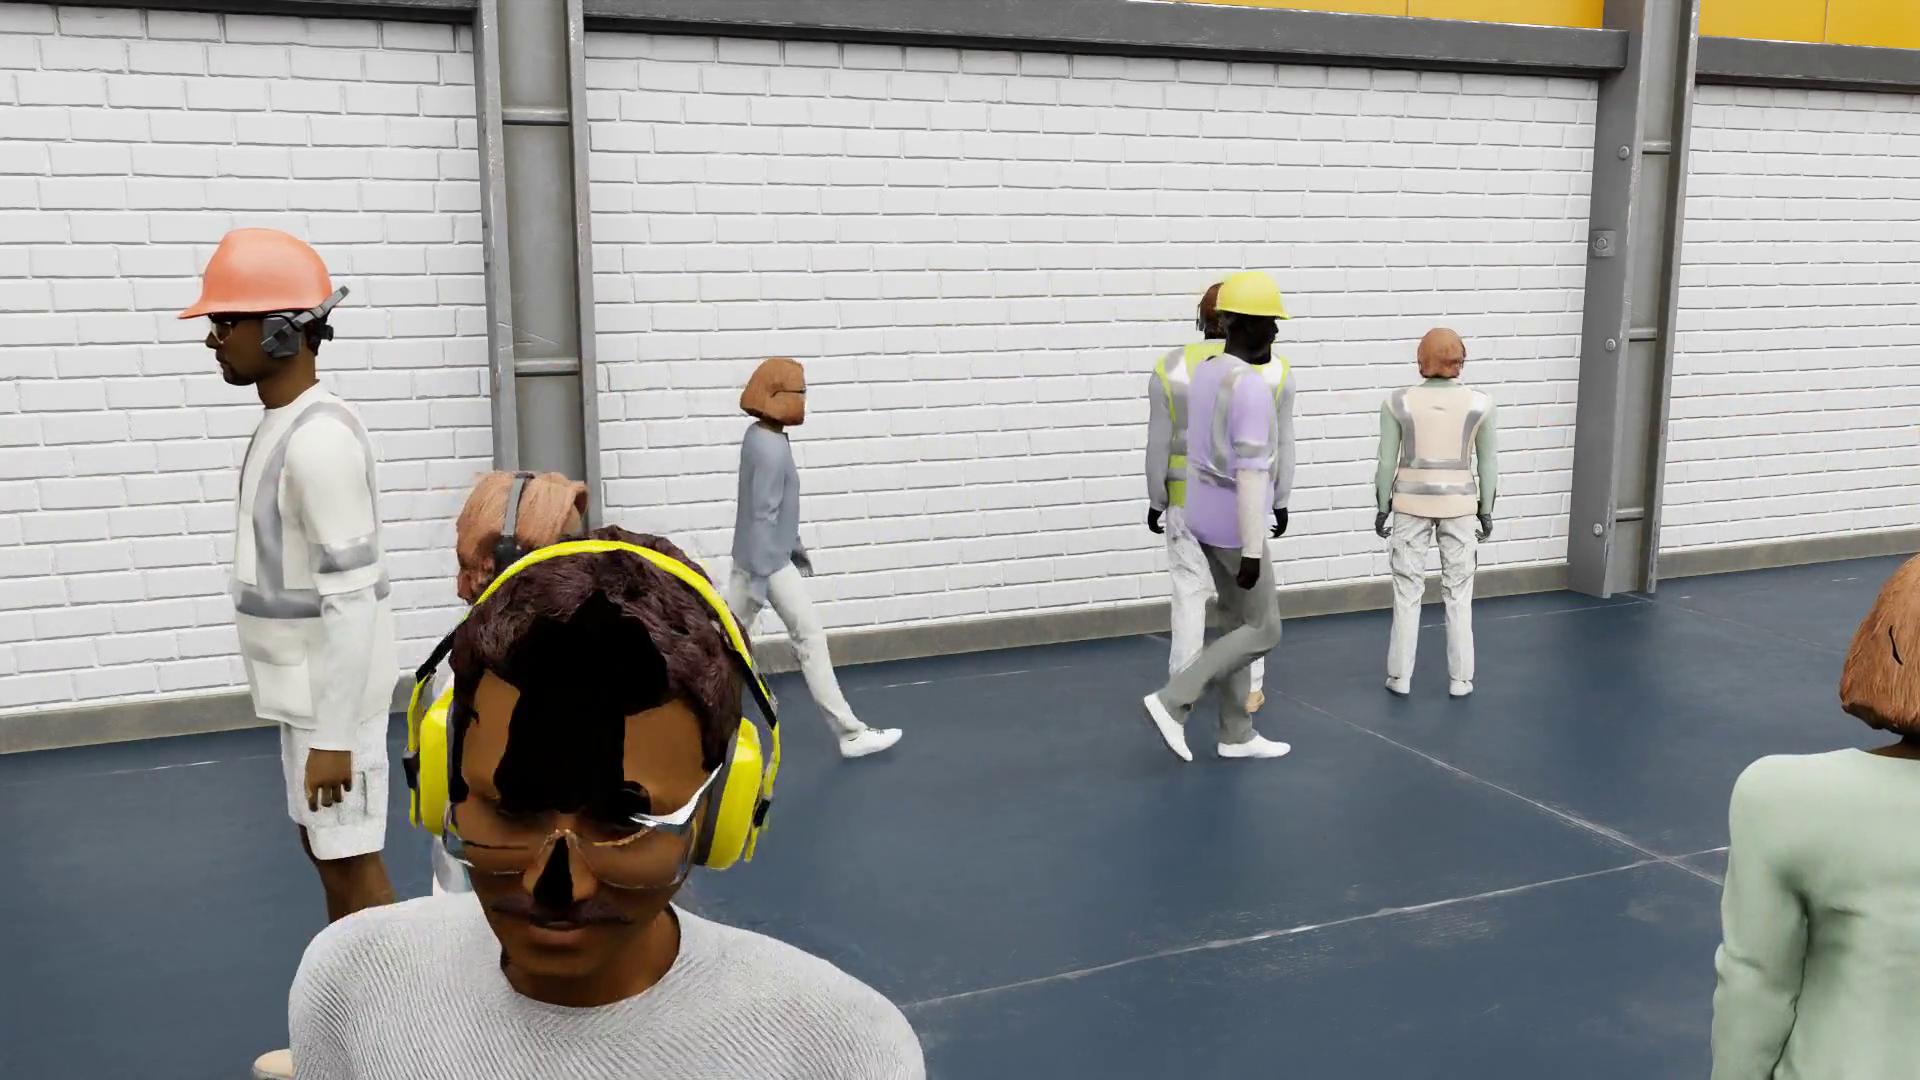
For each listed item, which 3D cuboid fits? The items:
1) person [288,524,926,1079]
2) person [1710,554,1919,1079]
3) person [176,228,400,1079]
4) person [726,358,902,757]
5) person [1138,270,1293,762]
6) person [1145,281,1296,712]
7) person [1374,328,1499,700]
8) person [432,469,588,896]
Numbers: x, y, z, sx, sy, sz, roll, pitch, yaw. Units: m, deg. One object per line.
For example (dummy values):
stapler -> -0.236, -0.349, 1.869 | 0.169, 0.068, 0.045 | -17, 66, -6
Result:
person -> -0.273, 0.870, 1.372 | 0.548, 1.836, 0.820 | 3, 11, 16
person -> 1.266, 0.814, 2.229 | 0.500, 1.636, 0.282 | 5, 11, 25
person -> -1.465, 0.340, 3.721 | 0.397, 2.043, 0.610 | -6, 12, -28
person -> -0.717, 0.089, 6.396 | 0.902, 1.576, 0.502 | -3, 11, -17
person -> 0.996, -0.062, 6.311 | 0.573, 1.906, 0.593 | -2, 11, -12
person -> 1.103, -0.172, 7.099 | 0.633, 1.842, 0.429 | 0, 10, 2
person -> 2.086, -0.110, 7.321 | 0.523, 1.636, 0.310 | 2, 11, 12
person -> -0.808, 0.677, 2.996 | 0.419, 1.623, 0.538 | 0, 10, 0
